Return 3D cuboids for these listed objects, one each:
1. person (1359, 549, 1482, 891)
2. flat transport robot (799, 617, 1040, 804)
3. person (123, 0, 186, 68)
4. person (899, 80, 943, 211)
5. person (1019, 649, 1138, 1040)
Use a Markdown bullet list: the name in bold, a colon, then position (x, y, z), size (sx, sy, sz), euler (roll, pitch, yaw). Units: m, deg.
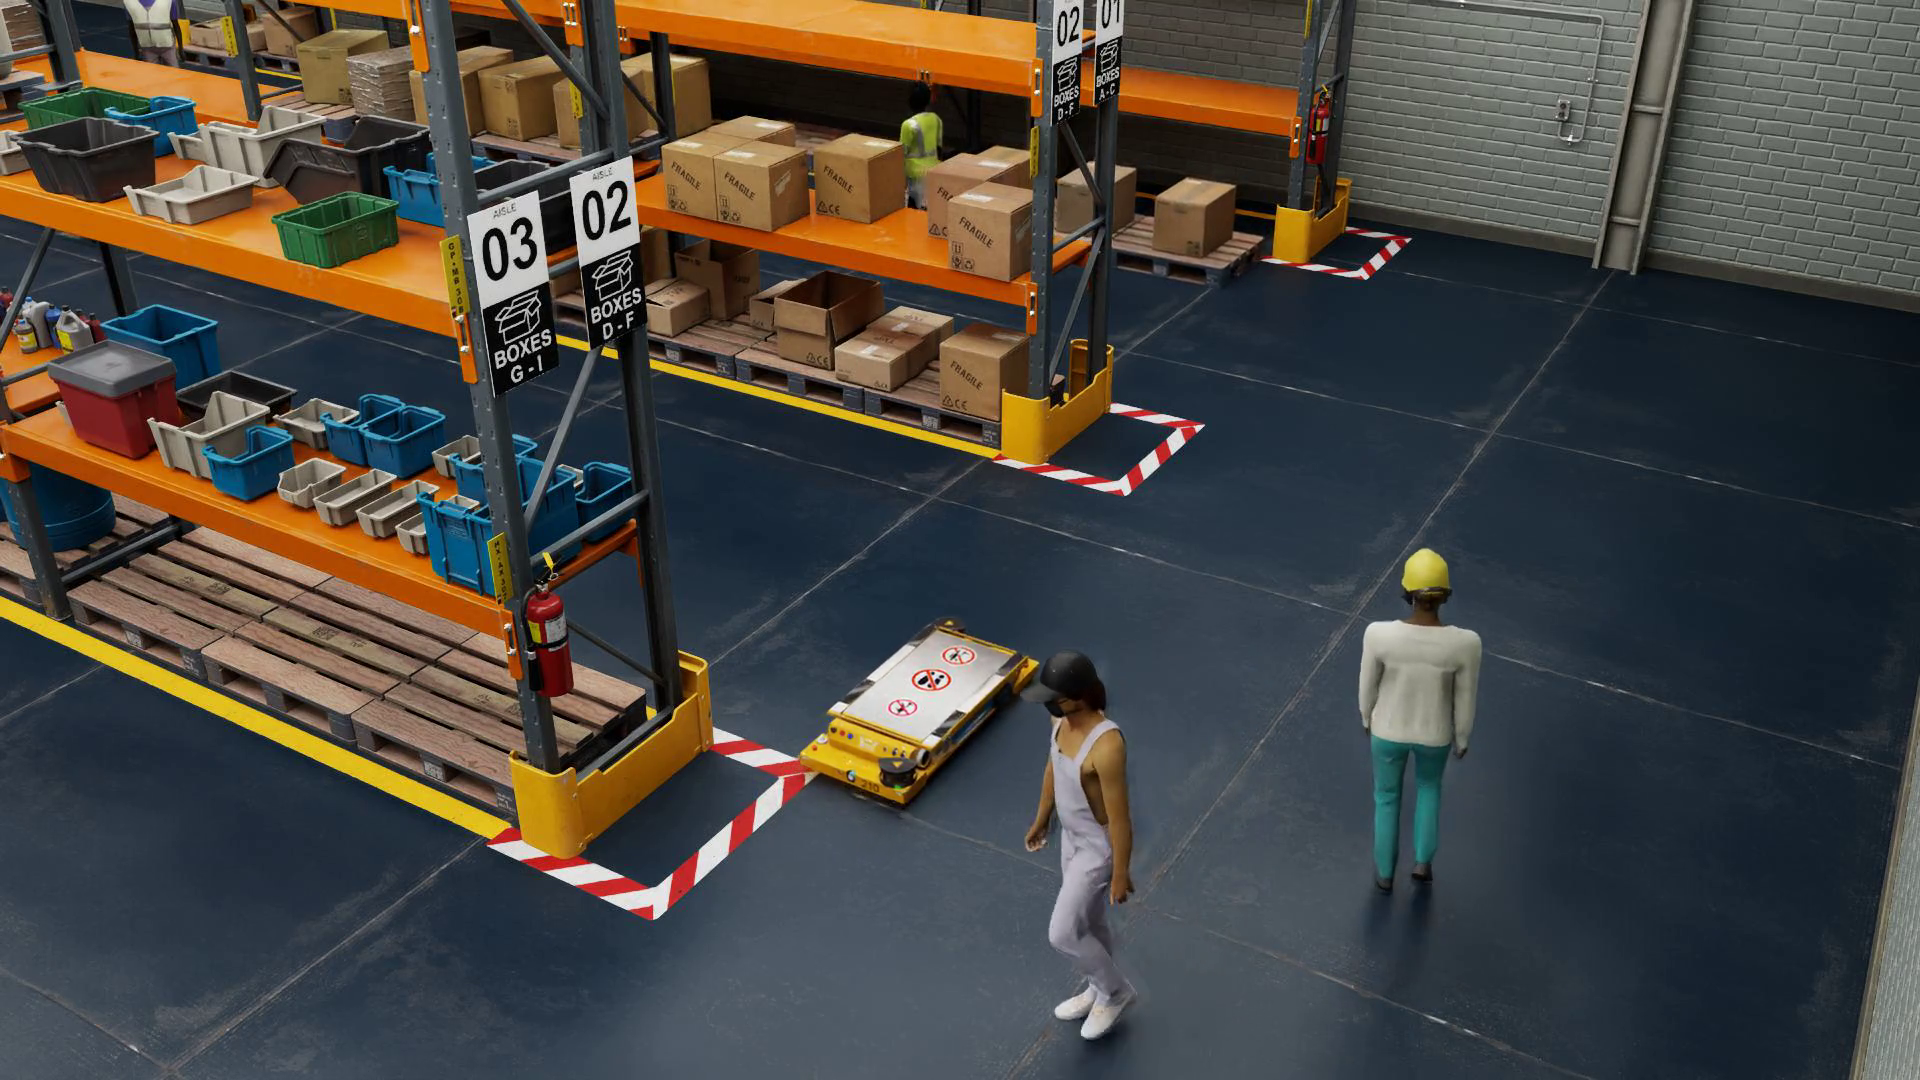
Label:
- **person**: position (2.058, 0.845, 7.592), size (0.521, 1.748, 0.380), euler (5, 29, 9)
- **flat transport robot**: position (-0.191, 0.892, 9.032), size (0.659, 0.231, 1.431), euler (16, 33, 27)
- **person**: position (-9.243, -5.669, 19.189), size (0.564, 1.842, 0.388), euler (-7, 30, -12)
- **person**: position (-0.343, -3.371, 15.262), size (0.883, 1.648, 0.535), euler (16, 33, 26)
- **person**: position (0.485, 1.243, 6.806), size (0.517, 1.834, 0.505), euler (-9, 30, -15)
